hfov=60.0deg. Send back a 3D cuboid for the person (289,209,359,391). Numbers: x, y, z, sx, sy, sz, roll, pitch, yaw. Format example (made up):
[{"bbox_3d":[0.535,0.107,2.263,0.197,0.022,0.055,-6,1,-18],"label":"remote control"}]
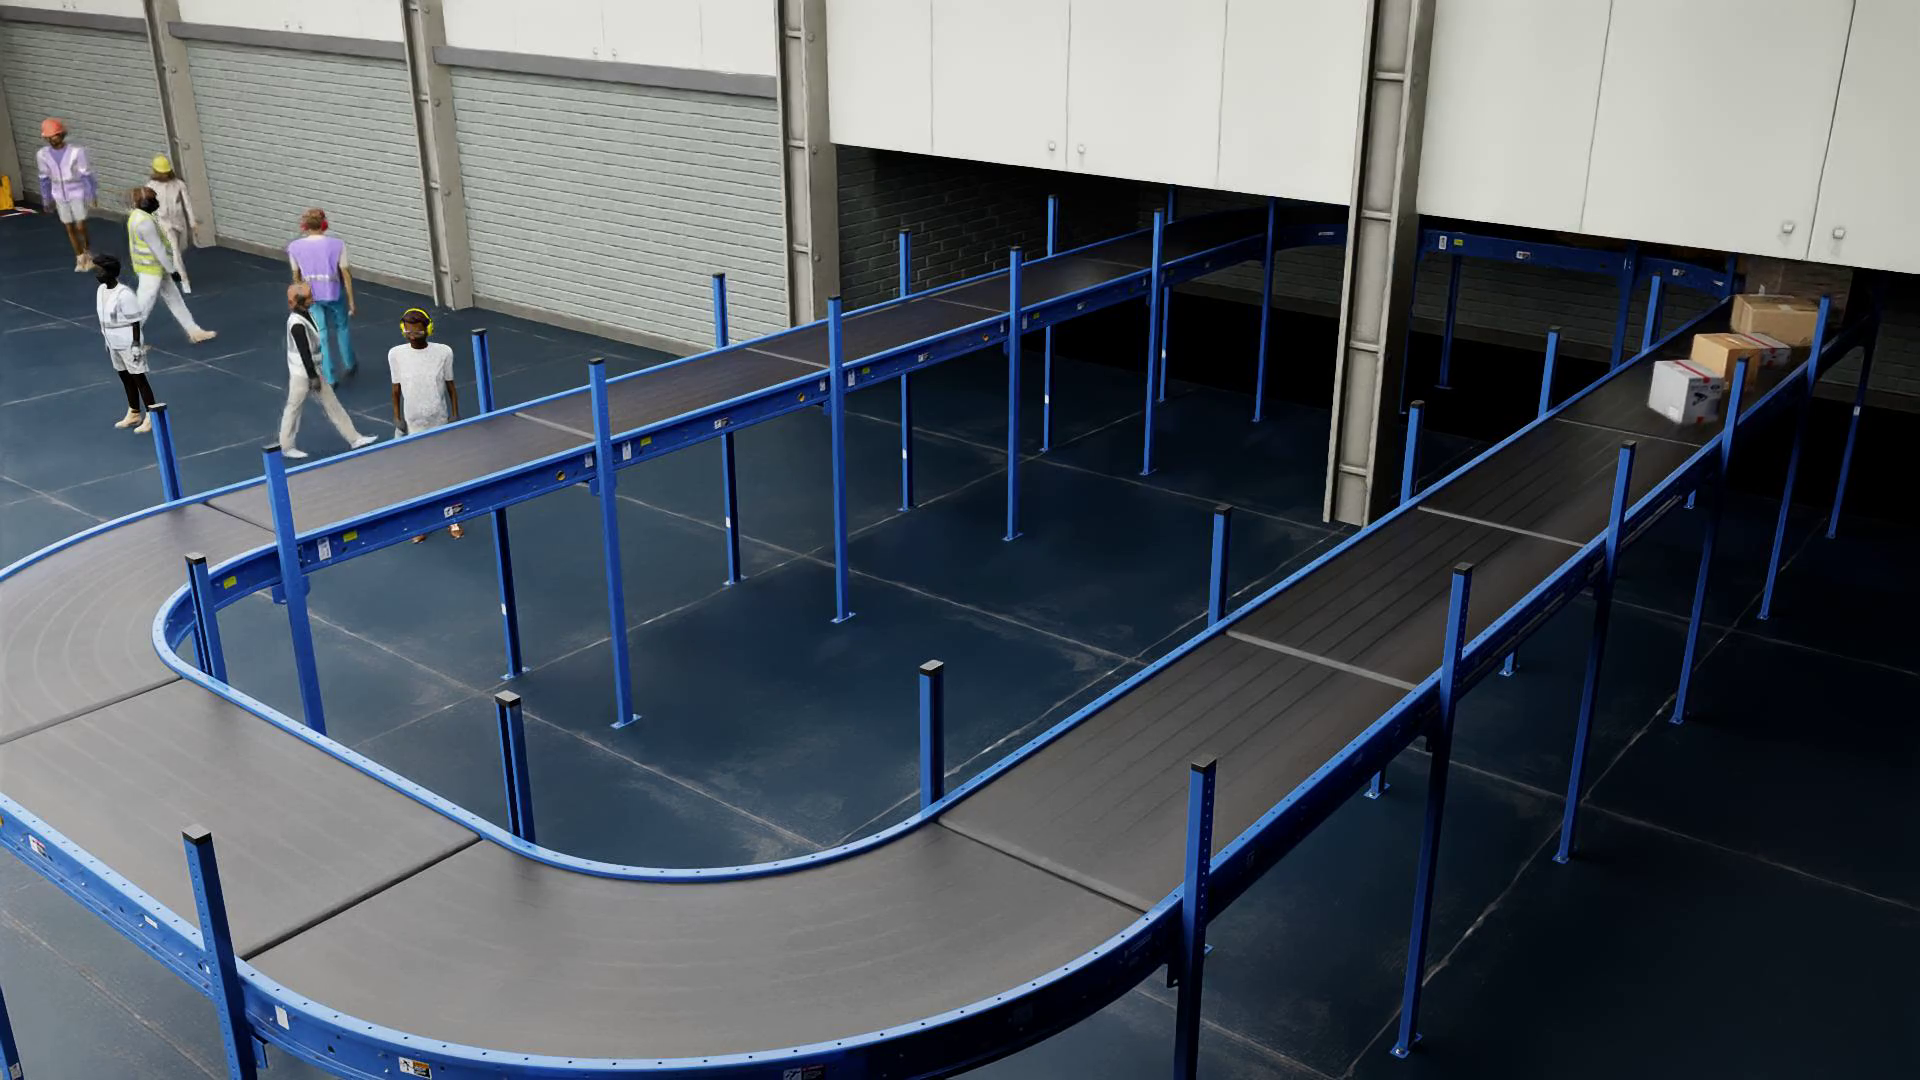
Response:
[{"bbox_3d":[-6.492,-2.496,17.061,0.598,1.799,0.927,-4,22,-9],"label":"person"}]

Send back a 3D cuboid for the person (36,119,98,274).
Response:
[{"bbox_3d":[-11.741,-4.490,21.840,0.651,2.018,0.663,-2,22,-5],"label":"person"}]

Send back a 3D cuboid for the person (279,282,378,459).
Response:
[{"bbox_3d":[-5.756,-1.500,14.809,0.876,1.588,0.539,-4,22,-9],"label":"person"}]

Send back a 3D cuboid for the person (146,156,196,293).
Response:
[{"bbox_3d":[-10.028,-4.046,21.154,0.498,1.709,0.861,-15,26,-33],"label":"person"}]

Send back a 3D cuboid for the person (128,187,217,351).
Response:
[{"bbox_3d":[-8.892,-2.985,18.340,0.983,1.798,0.638,-10,24,-24],"label":"person"}]

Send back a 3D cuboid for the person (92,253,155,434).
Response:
[{"bbox_3d":[-7.813,-1.833,15.528,0.540,1.695,0.317,14,26,32],"label":"person"}]

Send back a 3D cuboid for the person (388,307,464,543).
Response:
[{"bbox_3d":[-4.136,-0.897,12.928,0.520,1.865,0.327,-6,22,-16],"label":"person"}]
